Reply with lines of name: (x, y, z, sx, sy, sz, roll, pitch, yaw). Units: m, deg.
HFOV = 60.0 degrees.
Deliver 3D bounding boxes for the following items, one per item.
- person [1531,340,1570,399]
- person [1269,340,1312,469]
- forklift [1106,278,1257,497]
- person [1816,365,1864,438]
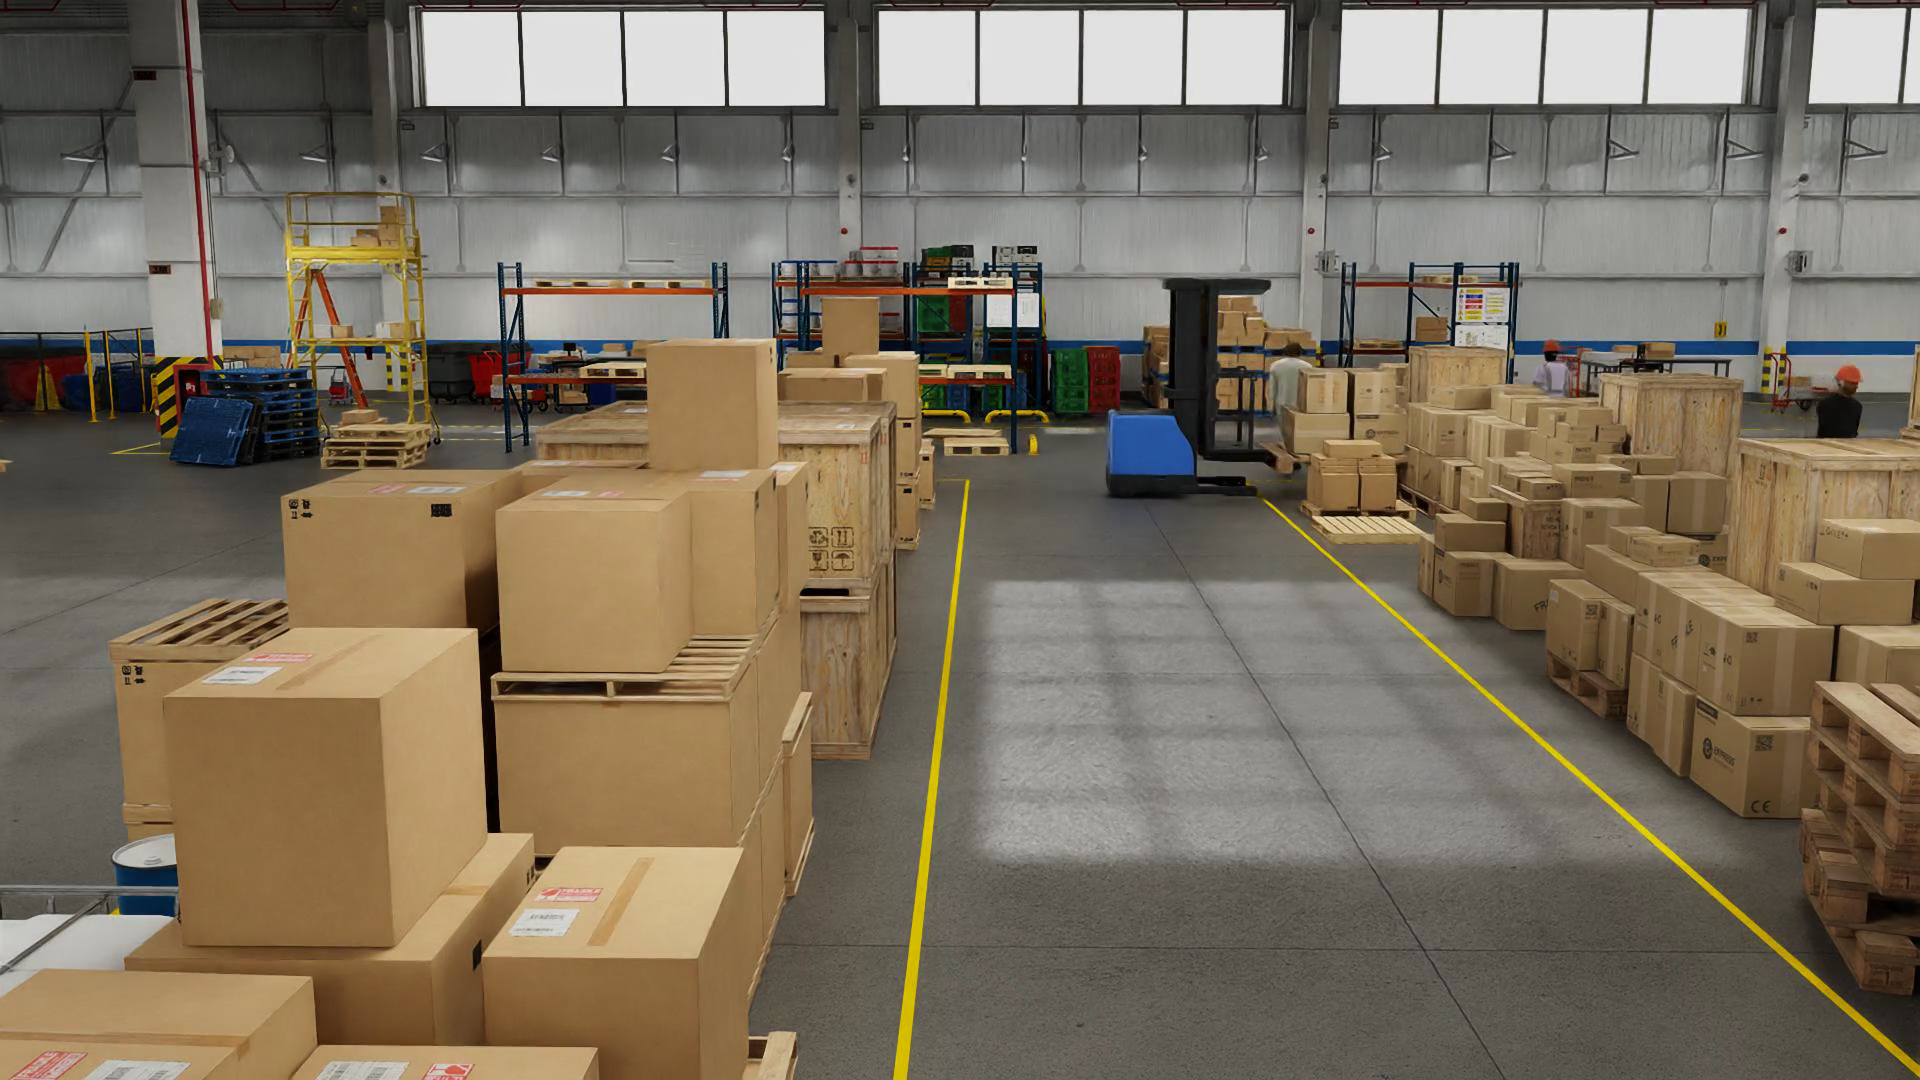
person: (8.562, -1.972, 24.407, 0.551, 1.896, 0.924, -4, 10, -23)
person: (4.823, -1.955, 24.267, 0.625, 1.909, 0.758, 2, 10, 13)
forklift: (2.884, -2.007, 21.659, 1.873, 2.768, 1.129, 0, 9, 1)
person: (9.499, -0.947, 18.135, 0.610, 1.951, 1.025, -2, 10, -14)
